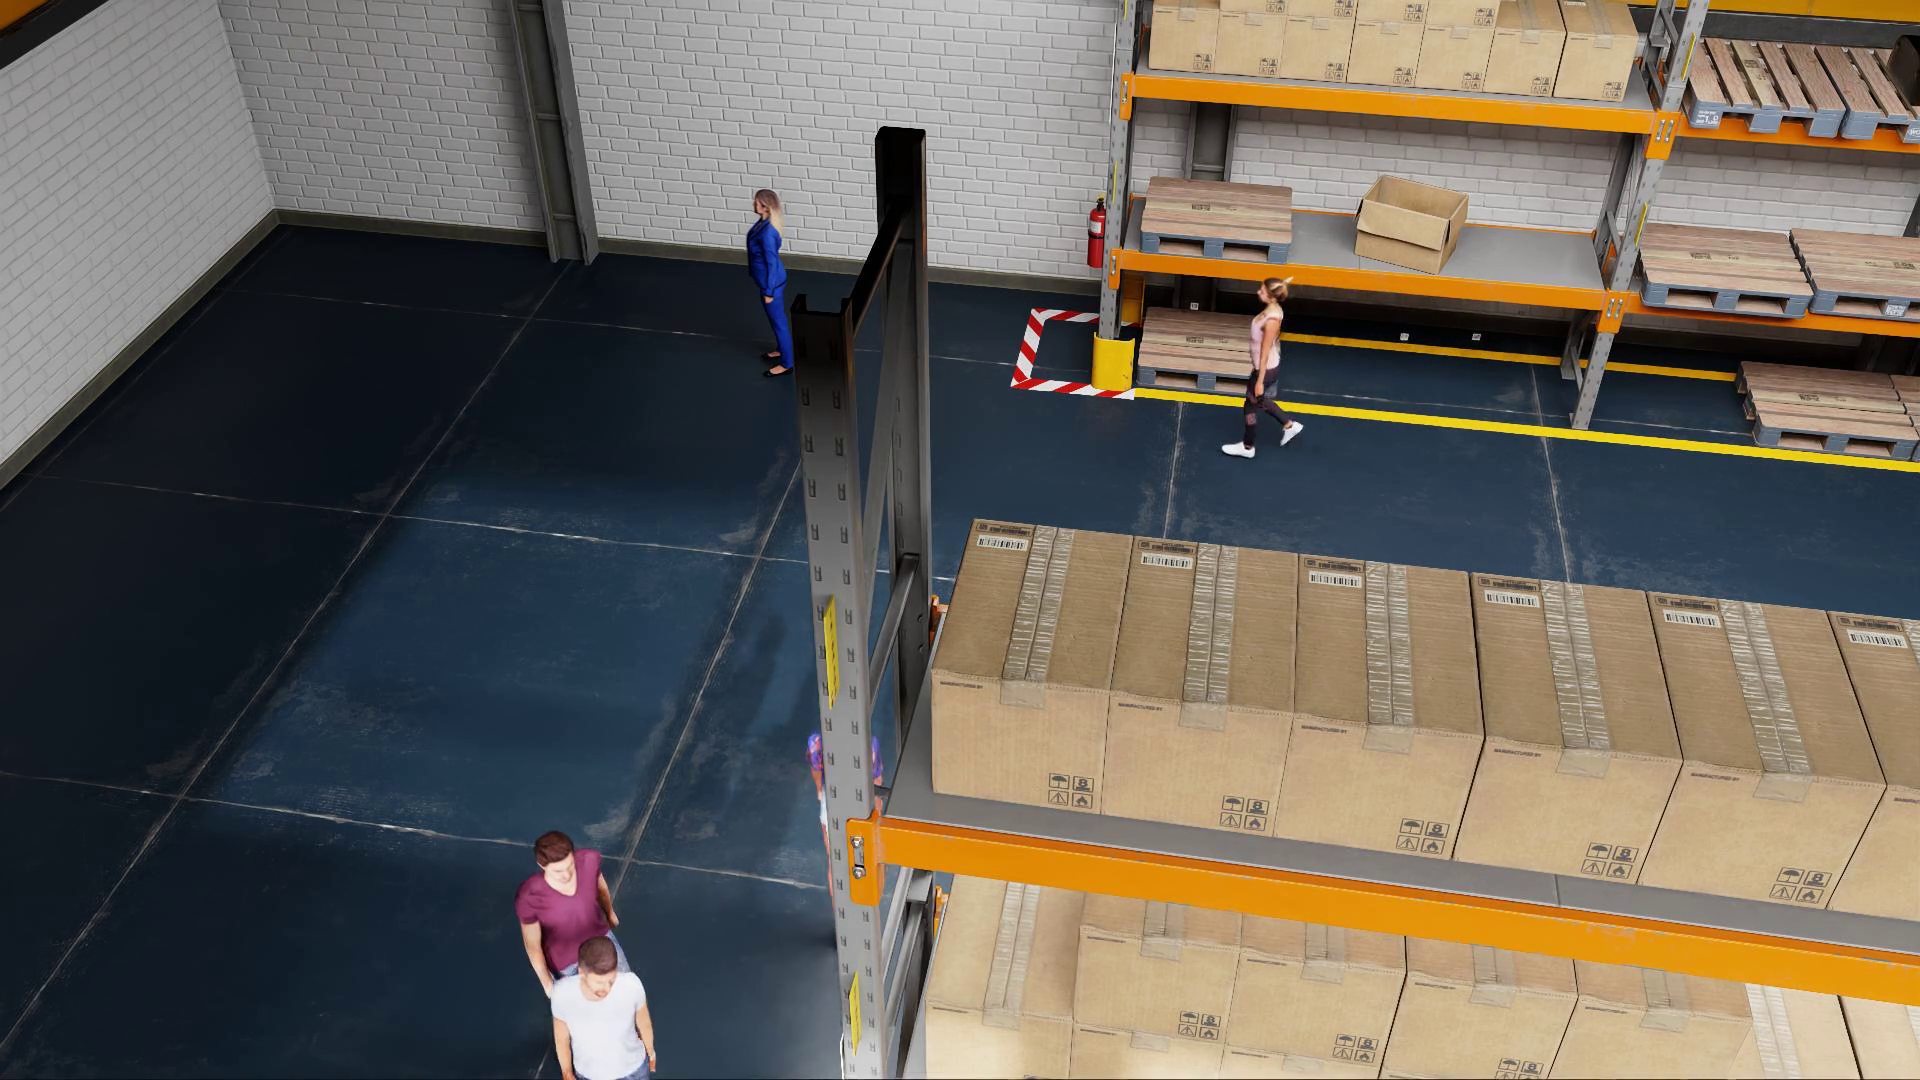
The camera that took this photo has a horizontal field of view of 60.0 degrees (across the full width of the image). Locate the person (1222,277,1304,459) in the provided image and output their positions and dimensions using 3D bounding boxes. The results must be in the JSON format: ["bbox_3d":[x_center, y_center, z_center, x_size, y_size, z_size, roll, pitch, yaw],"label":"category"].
[{"bbox_3d":[2.476,-1.338,13.101,0.838,1.624,0.577,7,39,9],"label":"person"}]

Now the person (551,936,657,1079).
[{"bbox_3d":[-1.705,2.491,8.137,1.061,1.836,0.889,-4,39,-5],"label":"person"}]

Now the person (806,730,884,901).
[{"bbox_3d":[-0.649,1.586,9.377,1.036,1.702,0.698,5,39,6],"label":"person"}]

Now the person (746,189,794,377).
[{"bbox_3d":[-1.589,-2.193,14.110,0.646,1.700,0.685,-5,39,-6],"label":"person"}]

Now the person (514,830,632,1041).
[{"bbox_3d":[-2.052,2.059,8.684,0.864,1.828,0.913,-29,47,-31],"label":"person"}]
